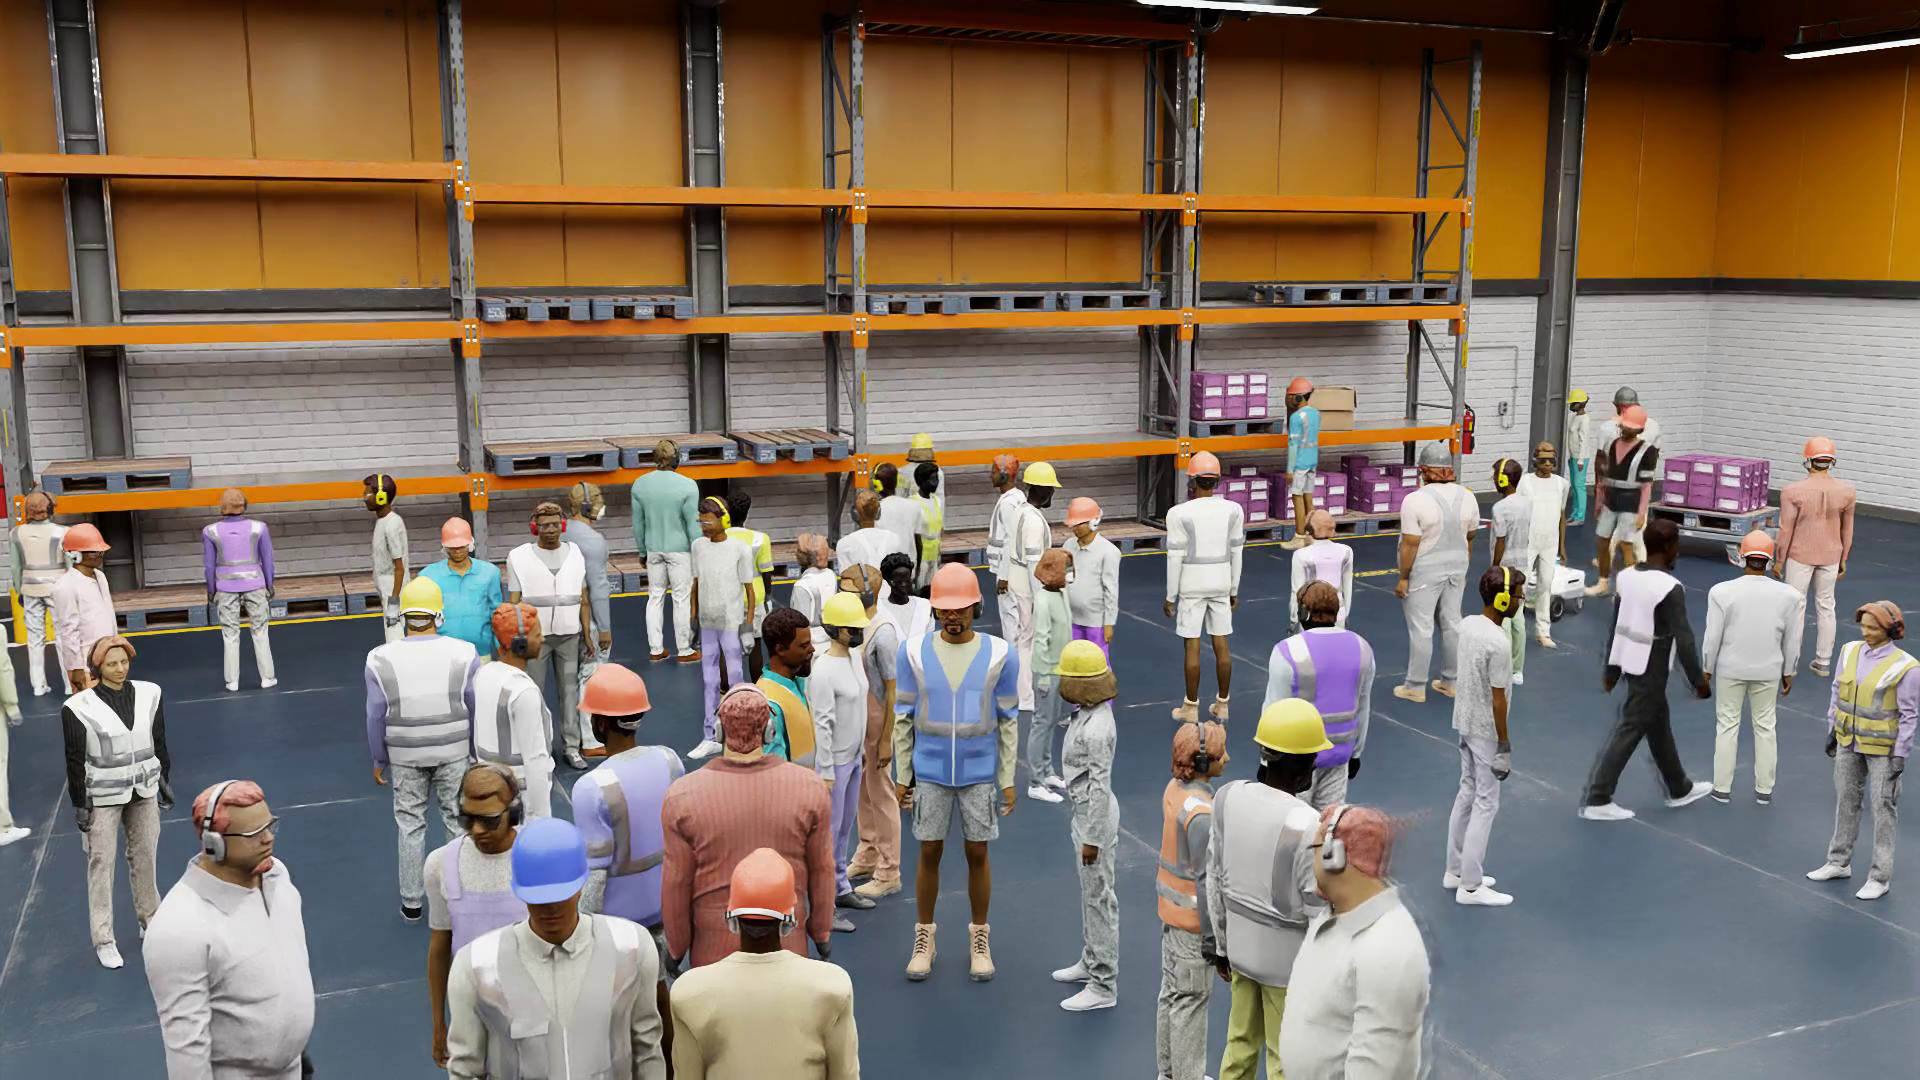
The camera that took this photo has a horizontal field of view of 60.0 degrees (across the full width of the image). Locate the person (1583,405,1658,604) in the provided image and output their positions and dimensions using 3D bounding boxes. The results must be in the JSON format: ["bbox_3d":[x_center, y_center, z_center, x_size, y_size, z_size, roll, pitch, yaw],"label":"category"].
[{"bbox_3d":[6.566,-0.340,16.484,0.429,2.010,0.659,-6,11,-30],"label":"person"}]

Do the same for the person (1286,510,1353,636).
[{"bbox_3d":[2.640,0.586,12.194,0.512,1.640,0.311,-3,10,-19],"label":"person"}]

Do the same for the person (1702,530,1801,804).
[{"bbox_3d":[5.016,0.805,10.600,0.573,1.749,0.342,2,10,10],"label":"person"}]

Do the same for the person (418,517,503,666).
[{"bbox_3d":[-3.333,0.708,11.158,0.573,1.749,0.343,-4,11,-23],"label":"person"}]

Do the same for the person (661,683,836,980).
[{"bbox_3d":[-0.799,1.477,6.292,0.654,1.906,0.406,-2,10,-14],"label":"person"}]

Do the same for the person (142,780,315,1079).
[{"bbox_3d":[-2.206,1.669,5.182,0.400,1.910,0.643,1,10,6],"label":"person"}]

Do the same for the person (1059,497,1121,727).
[{"bbox_3d":[0.914,0.548,12.133,0.355,1.738,0.573,-8,13,-38],"label":"person"}]

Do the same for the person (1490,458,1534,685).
[{"bbox_3d":[4.381,0.271,13.360,0.522,1.866,0.328,-8,13,-40],"label":"person"}]

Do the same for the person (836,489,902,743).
[{"bbox_3d":[-0.653,0.556,11.770,0.520,1.844,0.330,-6,12,-31],"label":"person"}]

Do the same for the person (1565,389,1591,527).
[{"bbox_3d":[7.883,-1.050,21.284,0.340,1.761,0.524,1,10,6],"label":"person"}]

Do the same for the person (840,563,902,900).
[{"bbox_3d":[-0.501,1.028,9.051,0.326,1.843,0.517,-5,11,-28],"label":"person"}]

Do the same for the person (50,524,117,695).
[{"bbox_3d":[-5.666,0.758,10.872,0.326,1.751,0.559,-1,10,-5],"label":"person"}]

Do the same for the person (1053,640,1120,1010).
[{"bbox_3d":[0.583,1.312,7.725,0.313,1.739,0.484,0,10,0],"label":"person"}]

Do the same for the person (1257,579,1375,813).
[{"bbox_3d":[1.826,1.111,8.627,0.638,1.831,0.429,-5,11,-25],"label":"person"}]

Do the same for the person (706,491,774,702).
[{"bbox_3d":[-1.688,0.469,12.701,0.542,1.695,0.316,0,10,-2],"label":"person"}]

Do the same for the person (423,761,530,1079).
[{"bbox_3d":[-1.547,1.626,5.654,0.515,1.835,0.359,0,10,-1],"label":"person"}]

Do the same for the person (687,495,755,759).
[{"bbox_3d":[-1.645,0.611,11.407,0.523,1.863,0.334,5,11,26],"label":"person"}]

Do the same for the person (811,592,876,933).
[{"bbox_3d":[-0.600,1.136,8.663,0.322,1.767,0.533,3,10,17],"label":"person"}]

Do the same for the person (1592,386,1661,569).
[{"bbox_3d":[7.368,-0.706,18.481,0.703,2.000,0.536,0,10,-2],"label":"person"}]

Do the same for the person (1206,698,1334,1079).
[{"bbox_3d":[1.153,1.510,6.039,0.372,1.925,0.596,-7,12,-34],"label":"person"}]

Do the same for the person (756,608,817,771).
[{"bbox_3d":[-0.806,1.247,7.579,0.391,1.920,0.593,0,10,-2],"label":"person"}]

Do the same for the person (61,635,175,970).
[{"bbox_3d":[-4.152,1.272,8.236,0.308,1.641,0.515,6,12,32],"label":"person"}]

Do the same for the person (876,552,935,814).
[{"bbox_3d":[-0.377,0.906,10.185,0.536,1.696,0.318,-5,11,-27],"label":"person"}]

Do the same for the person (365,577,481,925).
[{"bbox_3d":[-2.772,1.097,8.693,0.599,1.832,0.404,-3,10,-17],"label":"person"}]

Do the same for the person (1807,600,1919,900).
[{"bbox_3d":[4.954,1.129,9.070,0.308,1.638,0.511,-4,11,-21],"label":"person"}]

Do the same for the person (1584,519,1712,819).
[{"bbox_3d":[4.317,0.803,10.283,0.949,1.871,0.586,-1,10,-4],"label":"person"}]

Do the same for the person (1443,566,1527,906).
[{"bbox_3d":[2.821,1.047,8.931,0.334,1.856,0.527,-1,10,-7],"label":"person"}]

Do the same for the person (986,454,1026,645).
[{"bbox_3d":[0.383,0.237,13.500,0.341,1.882,0.586,1,10,7],"label":"person"}]

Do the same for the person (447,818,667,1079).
[{"bbox_3d":[-1.138,1.721,4.761,0.617,1.946,0.393,-4,11,-21],"label":"person"}]

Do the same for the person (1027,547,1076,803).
[{"bbox_3d":[0.594,0.848,10.697,0.277,1.632,0.502,3,10,19],"label":"person"}]

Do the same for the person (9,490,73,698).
[{"bbox_3d":[-7.183,0.429,13.093,0.514,1.640,0.315,0,10,-1],"label":"person"}]

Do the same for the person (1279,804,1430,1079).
[{"bbox_3d":[1.196,1.728,5.038,0.813,1.841,0.649,-2,10,-12],"label":"person"}]

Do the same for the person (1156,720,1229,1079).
[{"bbox_3d":[0.948,1.532,6.740,0.308,1.641,0.511,-1,10,-6],"label":"person"}]

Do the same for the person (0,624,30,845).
[{"bbox_3d":[-5.821,1.001,9.849,0.504,1.628,0.278,2,10,11],"label":"person"}]

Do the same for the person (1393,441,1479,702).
[{"bbox_3d":[3.668,0.240,13.028,0.683,2.000,0.536,-4,11,-22],"label":"person"}]

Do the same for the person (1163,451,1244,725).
[{"bbox_3d":[1.790,0.360,12.329,0.607,2.045,0.390,-3,10,-15],"label":"person"}]

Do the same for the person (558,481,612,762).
[{"bbox_3d":[-2.594,0.556,11.501,0.353,1.937,0.635,-8,13,-39],"label":"person"}]

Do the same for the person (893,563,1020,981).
[{"bbox_3d":[-0.019,1.113,7.994,0.605,2.044,0.374,0,10,3],"label":"person"}]

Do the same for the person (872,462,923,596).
[{"bbox_3d":[-0.553,0.296,13.261,0.536,1.845,0.468,-3,10,-19],"label":"person"}]

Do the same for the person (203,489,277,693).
[{"bbox_3d":[-5.732,0.400,13.262,0.514,1.640,0.311,-4,10,-19],"label":"person"}]

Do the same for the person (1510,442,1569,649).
[{"bbox_3d":[5.103,0.053,14.673,0.505,1.846,0.346,0,10,-3],"label":"person"}]

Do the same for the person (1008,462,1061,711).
[{"bbox_3d":[0.570,0.356,12.720,0.397,1.920,0.586,-1,10,-4],"label":"person"}]

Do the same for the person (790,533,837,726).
[{"bbox_3d":[-0.978,0.762,11.179,0.309,1.641,0.514,3,10,19],"label":"person"}]

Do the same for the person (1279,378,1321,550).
[{"bbox_3d":[3.992,-0.887,19.562,0.399,2.038,0.608,8,13,39],"label":"person"}]

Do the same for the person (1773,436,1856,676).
[{"bbox_3d":[7.031,0.142,13.729,0.612,1.995,0.376,0,10,1],"label":"person"}]

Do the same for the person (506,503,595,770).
[{"bbox_3d":[-2.753,0.654,11.202,0.564,1.848,0.388,-6,11,-29],"label":"person"}]

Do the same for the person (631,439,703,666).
[{"bbox_3d":[-2.459,0.107,14.091,0.635,1.939,0.367,3,10,17],"label":"person"}]

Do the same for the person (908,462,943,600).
[{"bbox_3d":[-0.330,0.148,14.594,0.321,1.690,0.544,6,12,31],"label":"person"}]

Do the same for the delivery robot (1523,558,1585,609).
[{"bbox_3d":[5.695,0.415,16.027,0.707,0.478,0.477,-7,12,-36],"label":"delivery robot"}]

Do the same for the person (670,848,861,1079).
[{"bbox_3d":[-0.577,1.776,5.005,0.563,1.752,0.325,-1,10,-6],"label":"person"}]

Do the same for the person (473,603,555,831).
[{"bbox_3d":[-2.078,1.222,7.825,0.337,1.882,0.584,-8,13,-38],"label":"person"}]

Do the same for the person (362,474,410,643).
[{"bbox_3d":[-4.261,0.432,12.418,0.310,1.868,0.532,-4,11,-23],"label":"person"}]

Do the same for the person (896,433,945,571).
[{"bbox_3d":[-0.377,-0.173,16.278,0.486,1.740,0.313,3,10,16],"label":"person"}]

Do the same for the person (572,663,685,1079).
[{"bbox_3d":[-1.309,1.429,6.473,0.354,1.939,0.545,5,11,29],"label":"person"}]
